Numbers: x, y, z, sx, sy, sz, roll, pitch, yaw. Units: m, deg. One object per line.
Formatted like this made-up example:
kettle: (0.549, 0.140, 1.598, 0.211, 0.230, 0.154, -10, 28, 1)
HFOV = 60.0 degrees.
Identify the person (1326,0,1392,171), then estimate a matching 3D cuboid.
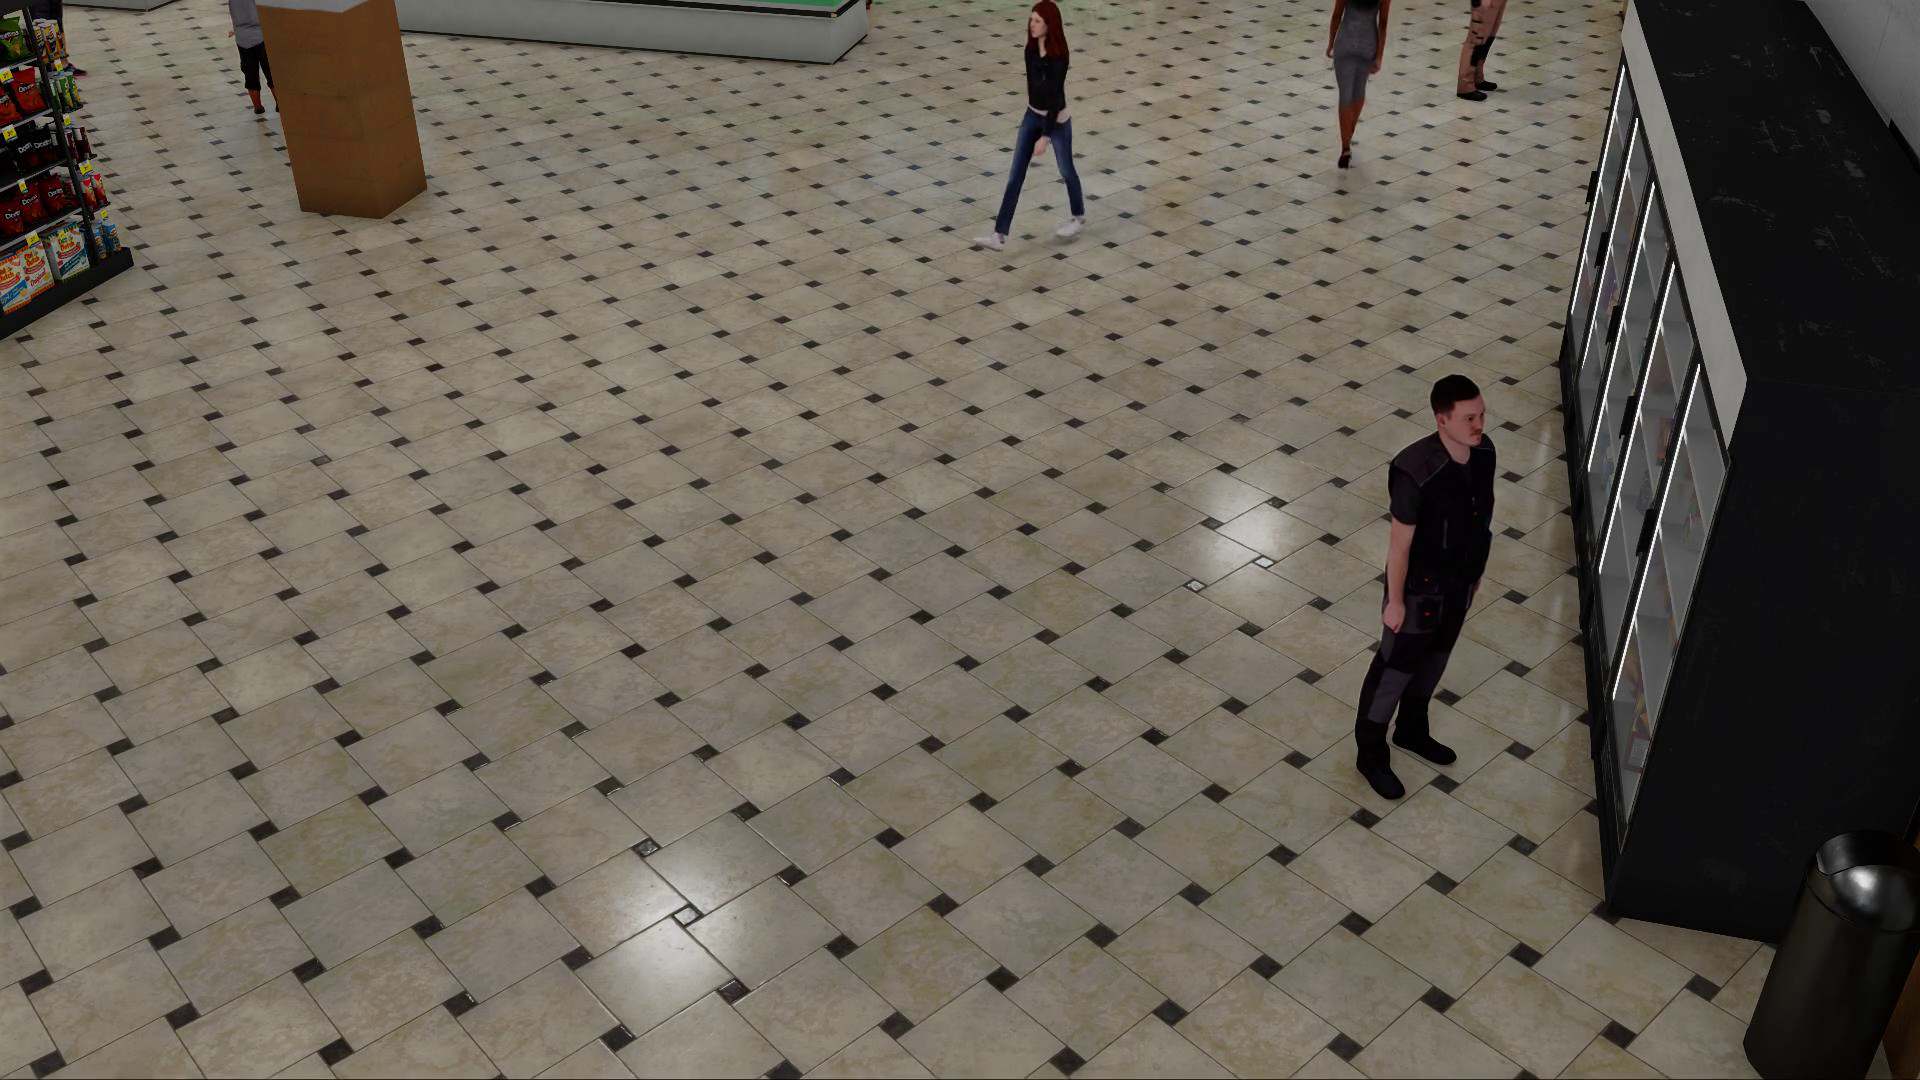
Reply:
person: (3.148, -3.809, 13.246, 1.104, 1.727, 0.800, 2, 32, 3)

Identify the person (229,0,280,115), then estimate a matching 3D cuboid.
person: (-6.217, -4.486, 14.591, 0.590, 1.456, 0.704, -7, 33, -12)

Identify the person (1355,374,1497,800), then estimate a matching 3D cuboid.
person: (1.895, 0.176, 6.730, 0.810, 1.846, 0.824, -23, 39, -32)

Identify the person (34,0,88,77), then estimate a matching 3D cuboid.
person: (-8.530, -5.151, 15.398, 0.535, 1.732, 0.561, 9, 33, 15)

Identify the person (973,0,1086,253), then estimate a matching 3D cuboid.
person: (0.687, -2.881, 11.763, 1.111, 1.718, 1.229, -26, 40, -35)

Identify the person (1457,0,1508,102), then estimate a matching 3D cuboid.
person: (4.772, -4.940, 14.956, 0.699, 1.840, 0.751, 18, 36, 27)
